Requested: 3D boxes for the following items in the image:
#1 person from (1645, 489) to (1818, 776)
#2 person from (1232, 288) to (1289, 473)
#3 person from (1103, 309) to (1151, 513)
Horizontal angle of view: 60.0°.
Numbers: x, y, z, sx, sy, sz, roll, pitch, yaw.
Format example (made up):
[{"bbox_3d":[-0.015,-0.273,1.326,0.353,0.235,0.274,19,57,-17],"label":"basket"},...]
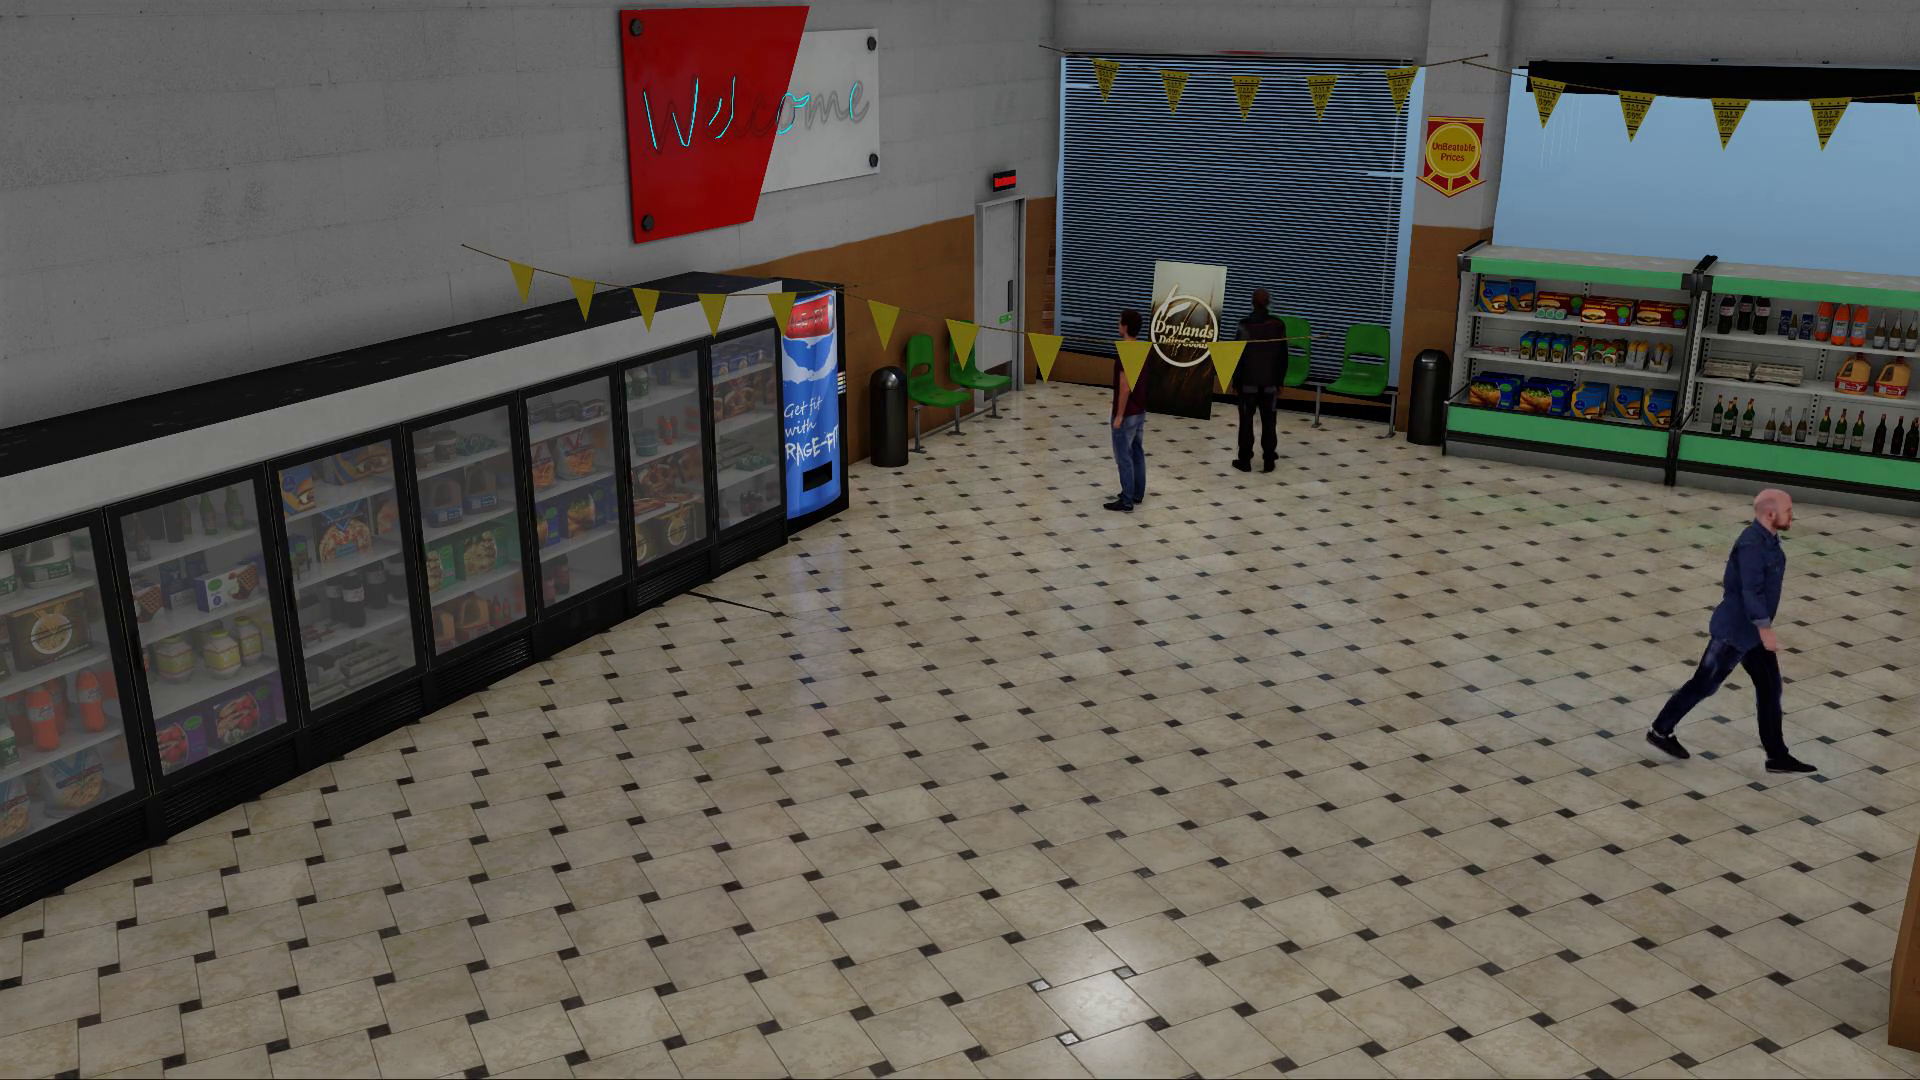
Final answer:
[{"bbox_3d":[4.650,0.573,10.095,1.235,1.778,0.828,14,23,36],"label":"person"},{"bbox_3d":[2.945,-1.581,16.411,0.733,1.823,0.855,0,19,-1],"label":"person"},{"bbox_3d":[1.553,-1.188,15.199,0.547,1.854,0.650,11,22,30],"label":"person"}]
